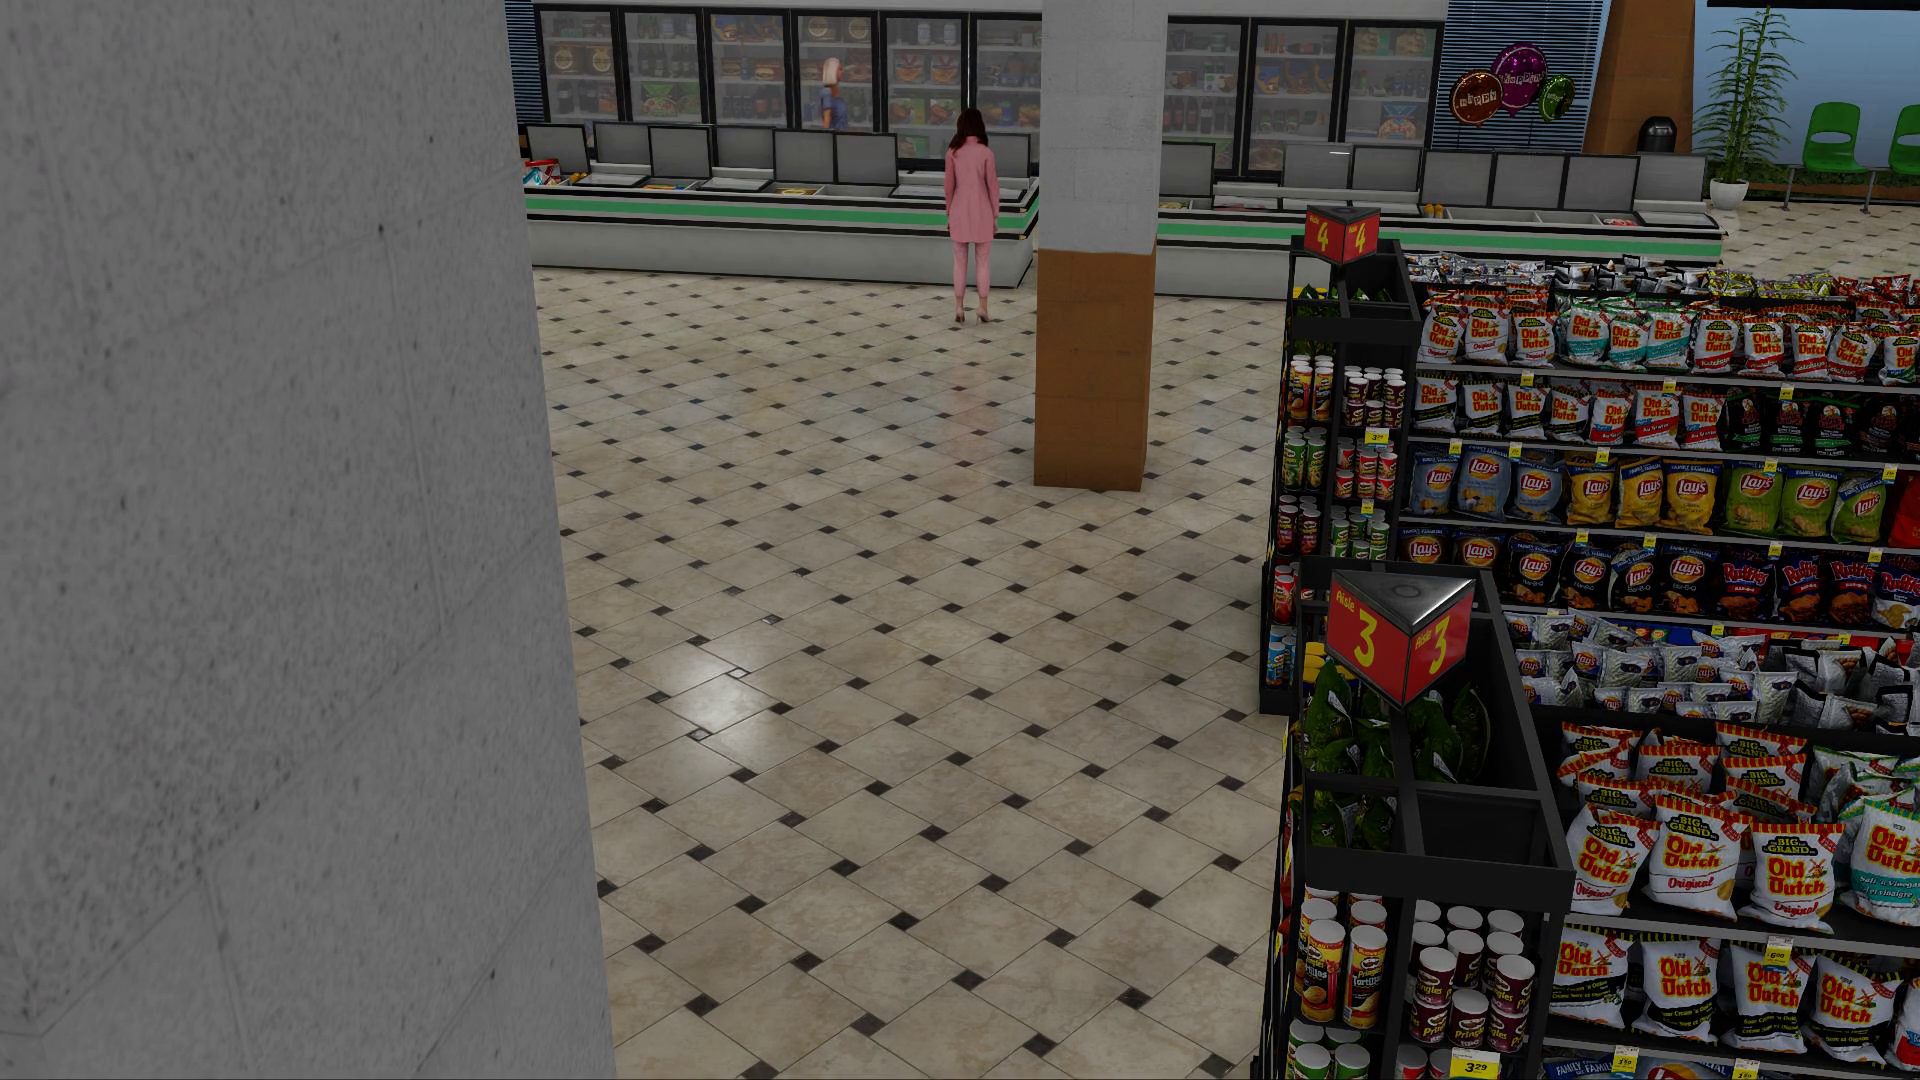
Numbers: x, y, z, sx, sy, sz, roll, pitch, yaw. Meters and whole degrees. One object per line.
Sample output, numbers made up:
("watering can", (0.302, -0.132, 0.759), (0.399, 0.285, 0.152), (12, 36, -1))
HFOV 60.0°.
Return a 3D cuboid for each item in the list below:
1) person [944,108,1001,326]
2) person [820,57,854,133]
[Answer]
("person", (0.091, -2.694, 13.922), (0.448, 1.803, 0.664), (4, 24, 8))
("person", (-1.412, -4.143, 17.390), (1.130, 1.677, 0.659), (2, 24, 4))
